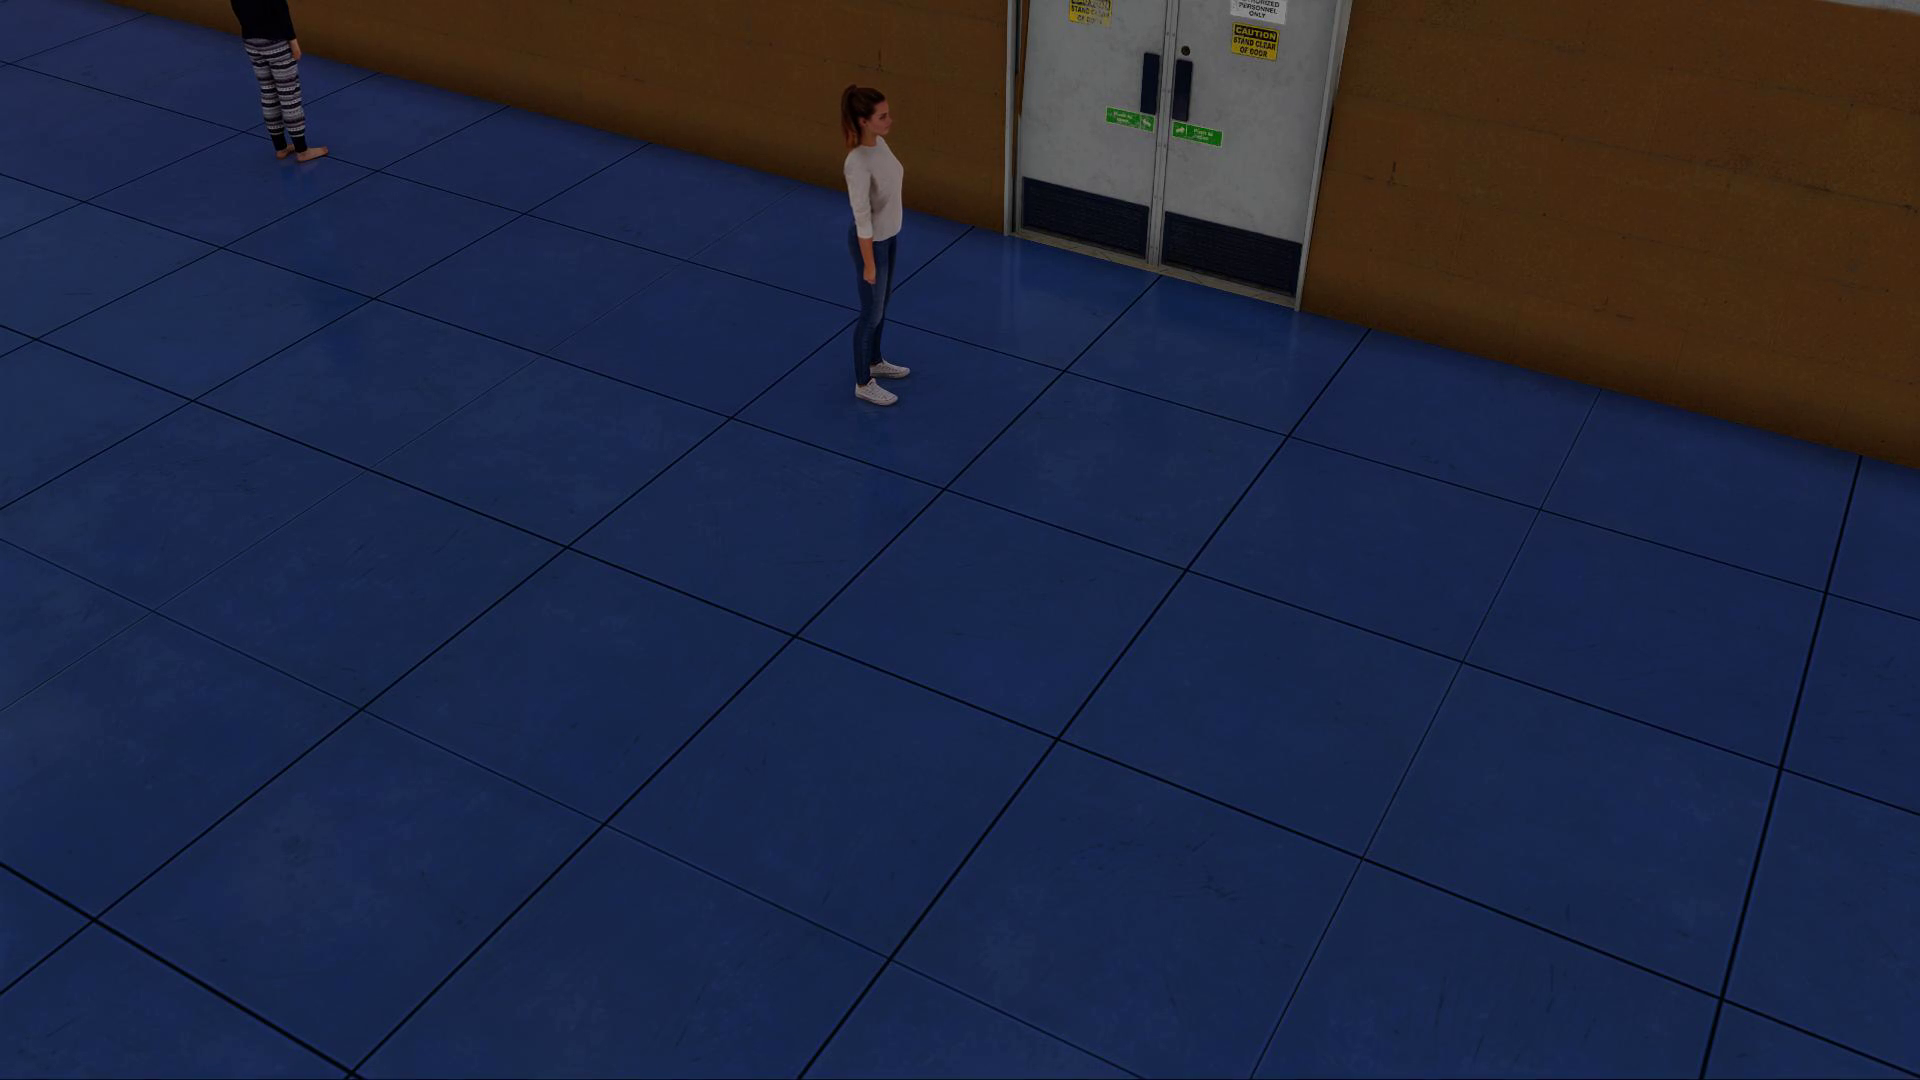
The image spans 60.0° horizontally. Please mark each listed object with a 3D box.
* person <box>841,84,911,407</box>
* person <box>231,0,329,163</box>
[{"bbox_3d":[-0.457,-1.544,8.717,0.732,1.720,0.568,8,38,10],"label":"person"},{"bbox_3d":[-4.659,-3.392,11.166,0.616,1.735,0.532,16,40,20],"label":"person"}]
